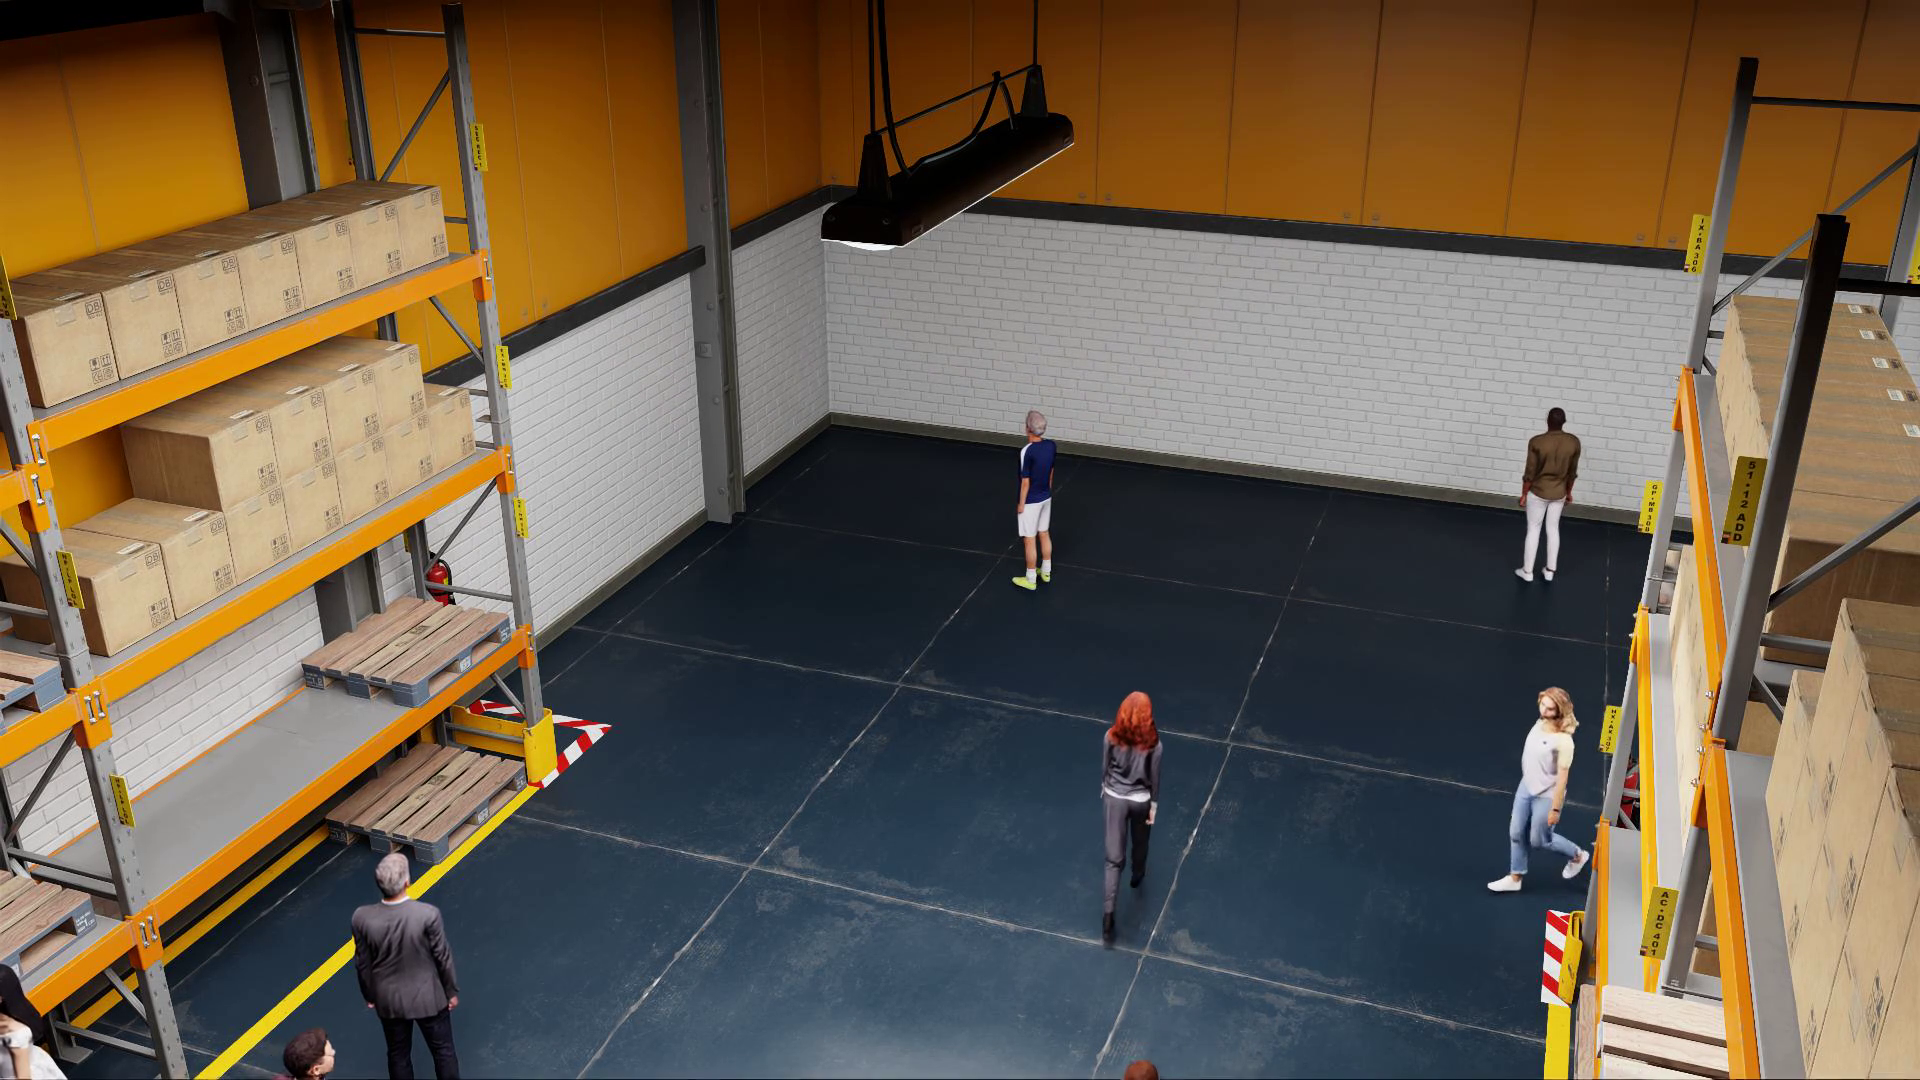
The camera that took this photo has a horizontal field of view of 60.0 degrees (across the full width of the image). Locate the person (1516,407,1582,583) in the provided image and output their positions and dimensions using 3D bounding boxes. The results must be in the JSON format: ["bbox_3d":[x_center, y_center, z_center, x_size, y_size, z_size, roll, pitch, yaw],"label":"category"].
[{"bbox_3d":[5.892,-0.460,16.694,0.798,1.825,0.728,-1,24,-3],"label":"person"}]

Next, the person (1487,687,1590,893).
[{"bbox_3d":[4.172,1.793,11.684,0.987,1.709,1.002,-2,24,-5],"label":"person"}]

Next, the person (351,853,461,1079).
[{"bbox_3d":[-3.184,2.611,9.649,0.791,1.840,0.745,-1,24,-2],"label":"person"}]

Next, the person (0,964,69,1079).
[{"bbox_3d":[-4.938,2.993,8.864,0.820,1.769,0.782,-15,28,-31],"label":"person"}]

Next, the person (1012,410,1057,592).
[{"bbox_3d":[0.746,-0.404,16.566,0.769,1.824,0.619,20,30,37],"label":"person"}]

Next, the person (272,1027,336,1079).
[{"bbox_3d":[-3.218,3.239,8.204,0.877,1.848,0.934,20,31,38],"label":"person"}]

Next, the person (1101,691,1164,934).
[{"bbox_3d":[1.133,1.882,11.450,0.698,1.734,1.175,5,24,10],"label":"person"}]
